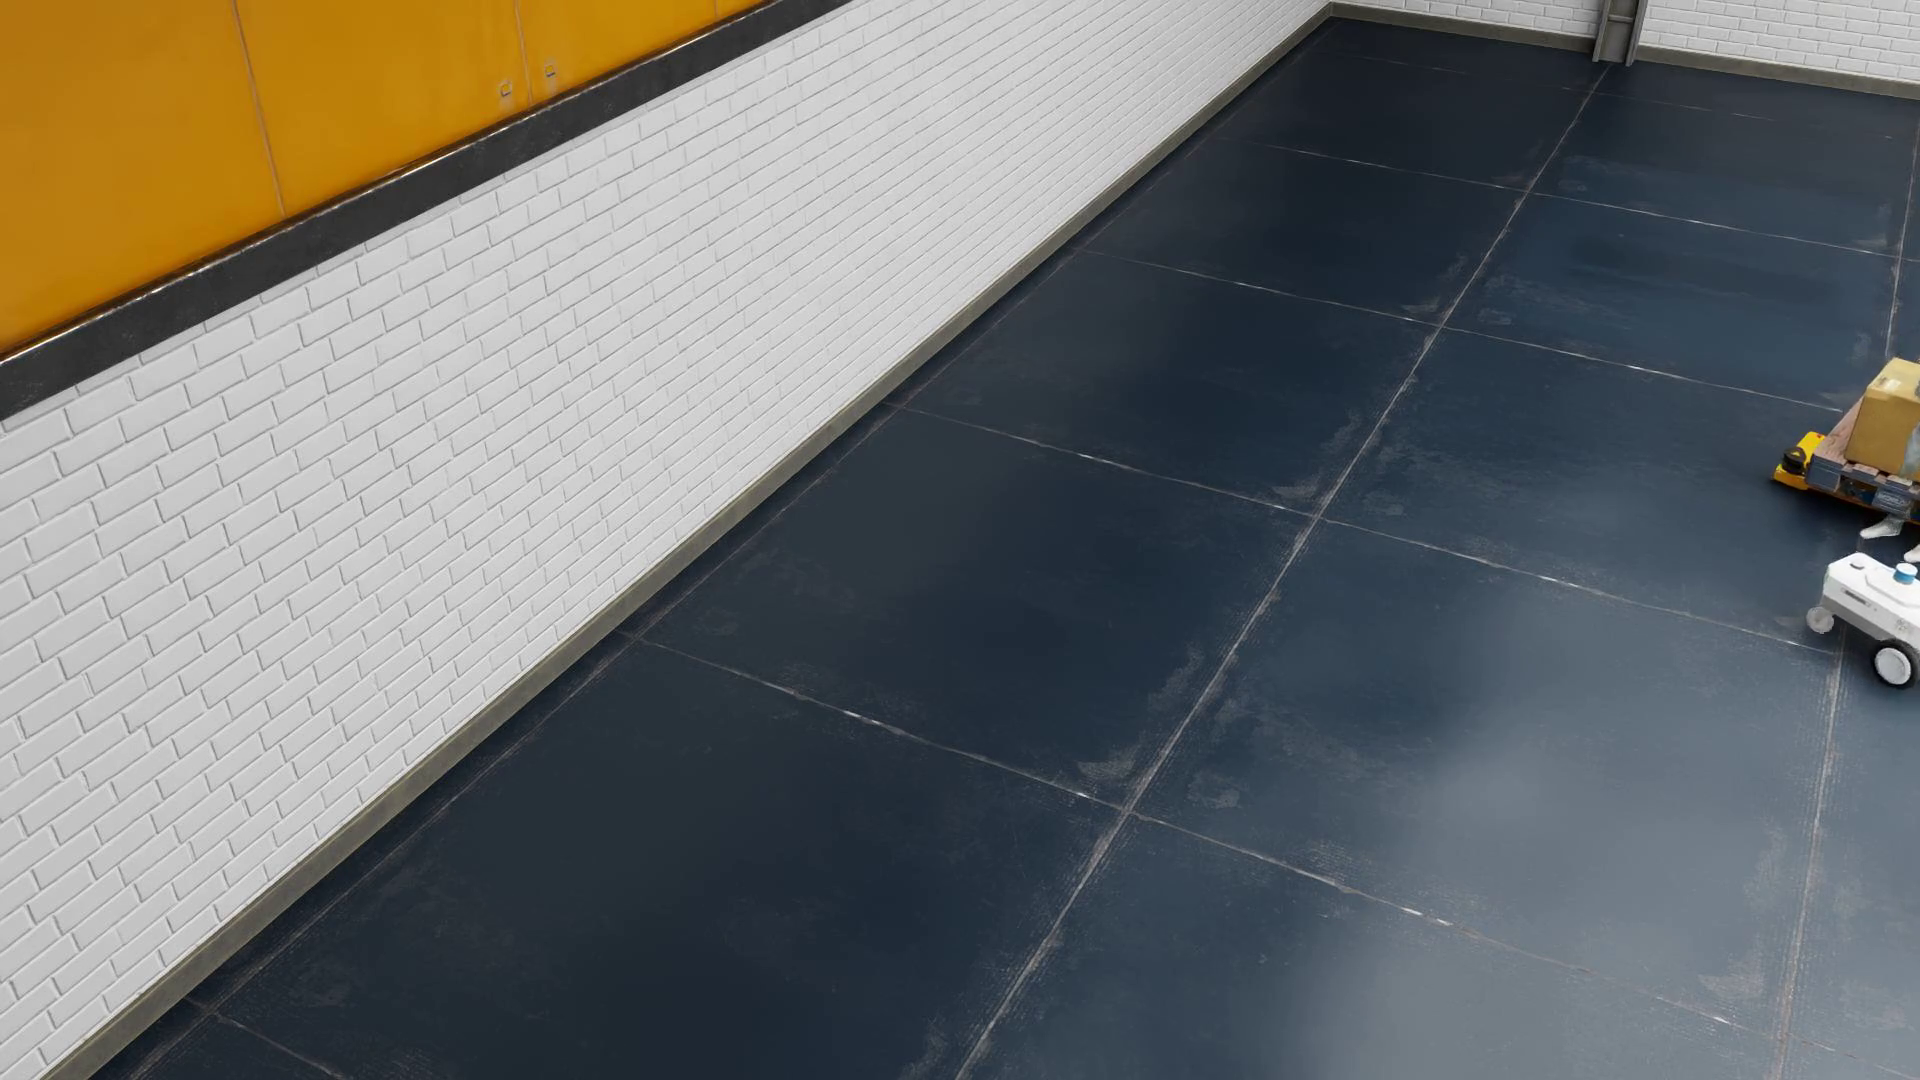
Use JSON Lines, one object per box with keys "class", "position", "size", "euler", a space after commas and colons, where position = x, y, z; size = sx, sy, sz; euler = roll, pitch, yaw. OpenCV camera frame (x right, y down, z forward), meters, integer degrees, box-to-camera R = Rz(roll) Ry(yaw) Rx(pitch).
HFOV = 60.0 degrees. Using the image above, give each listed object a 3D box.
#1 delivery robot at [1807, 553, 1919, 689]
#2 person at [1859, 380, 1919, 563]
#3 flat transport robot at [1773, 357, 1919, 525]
{"class": "delivery robot", "position": [5.111, 0.403, 9.116], "size": [0.499, 0.589, 0.784], "euler": [-17, 38, -24]}
{"class": "person", "position": [5.722, -0.666, 9.656], "size": [0.338, 1.733, 0.495], "euler": [-13, 36, -18]}
{"class": "flat transport robot", "position": [5.981, -0.331, 10.470], "size": [1.431, 0.231, 0.659], "euler": [26, 42, 33]}
